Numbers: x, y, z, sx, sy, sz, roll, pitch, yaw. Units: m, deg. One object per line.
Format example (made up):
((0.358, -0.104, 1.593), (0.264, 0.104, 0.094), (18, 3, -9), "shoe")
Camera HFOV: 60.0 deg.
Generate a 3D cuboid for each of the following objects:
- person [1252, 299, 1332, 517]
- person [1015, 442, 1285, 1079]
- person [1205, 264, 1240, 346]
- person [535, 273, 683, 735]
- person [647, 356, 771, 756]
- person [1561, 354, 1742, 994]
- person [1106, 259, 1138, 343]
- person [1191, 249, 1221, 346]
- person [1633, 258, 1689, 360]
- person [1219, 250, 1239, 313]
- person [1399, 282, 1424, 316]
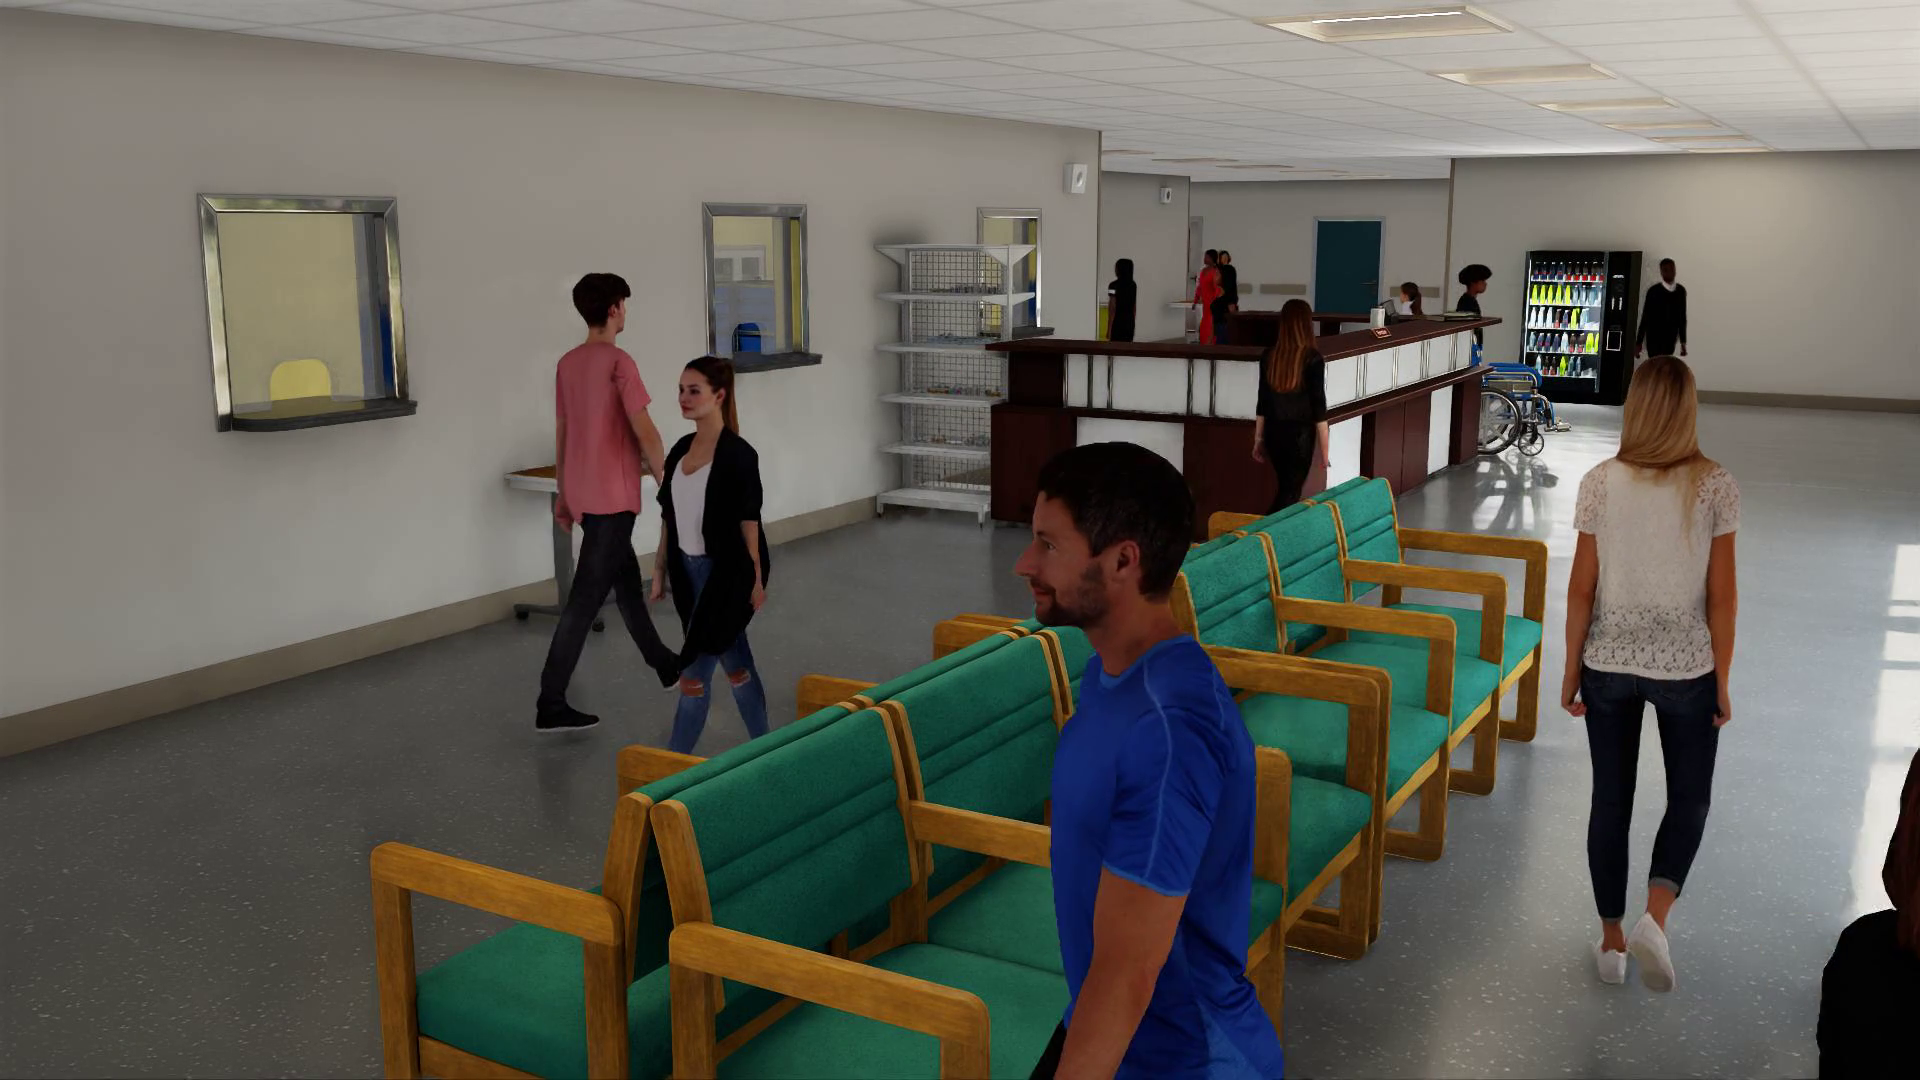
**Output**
((1.935, -0.575, 10.038), (0.884, 1.682, 1.142), (-10, 15, -43), "person")
((0.385, 0.802, 2.427), (1.210, 1.813, 1.136), (-3, 11, -14), "person")
((2.965, -2.083, 17.948), (1.254, 1.696, 0.986), (0, 11, 1), "person")
((-1.583, -0.107, 6.983), (1.232, 1.900, 0.915), (10, 15, 43), "person")
((-0.841, 0.154, 6.274), (0.999, 1.653, 0.863), (10, 15, 44), "person")
((1.882, 0.408, 4.551), (0.738, 1.796, 0.674), (5, 12, 26), "person")
((2.048, -2.692, 21.067), (0.689, 1.729, 0.677), (-8, 13, -36), "person")
((3.892, -3.523, 25.344), (0.935, 1.767, 0.881), (-3, 11, -15), "person")
((7.614, -2.161, 18.142), (1.000, 1.775, 1.066), (-5, 12, -23), "person")
((4.732, -4.344, 29.910), (0.752, 1.677, 0.792), (-5, 12, -26), "person")
((4.812, -1.926, 17.588), (0.748, 1.521, 1.083), (-10, 14, -41), "person")
